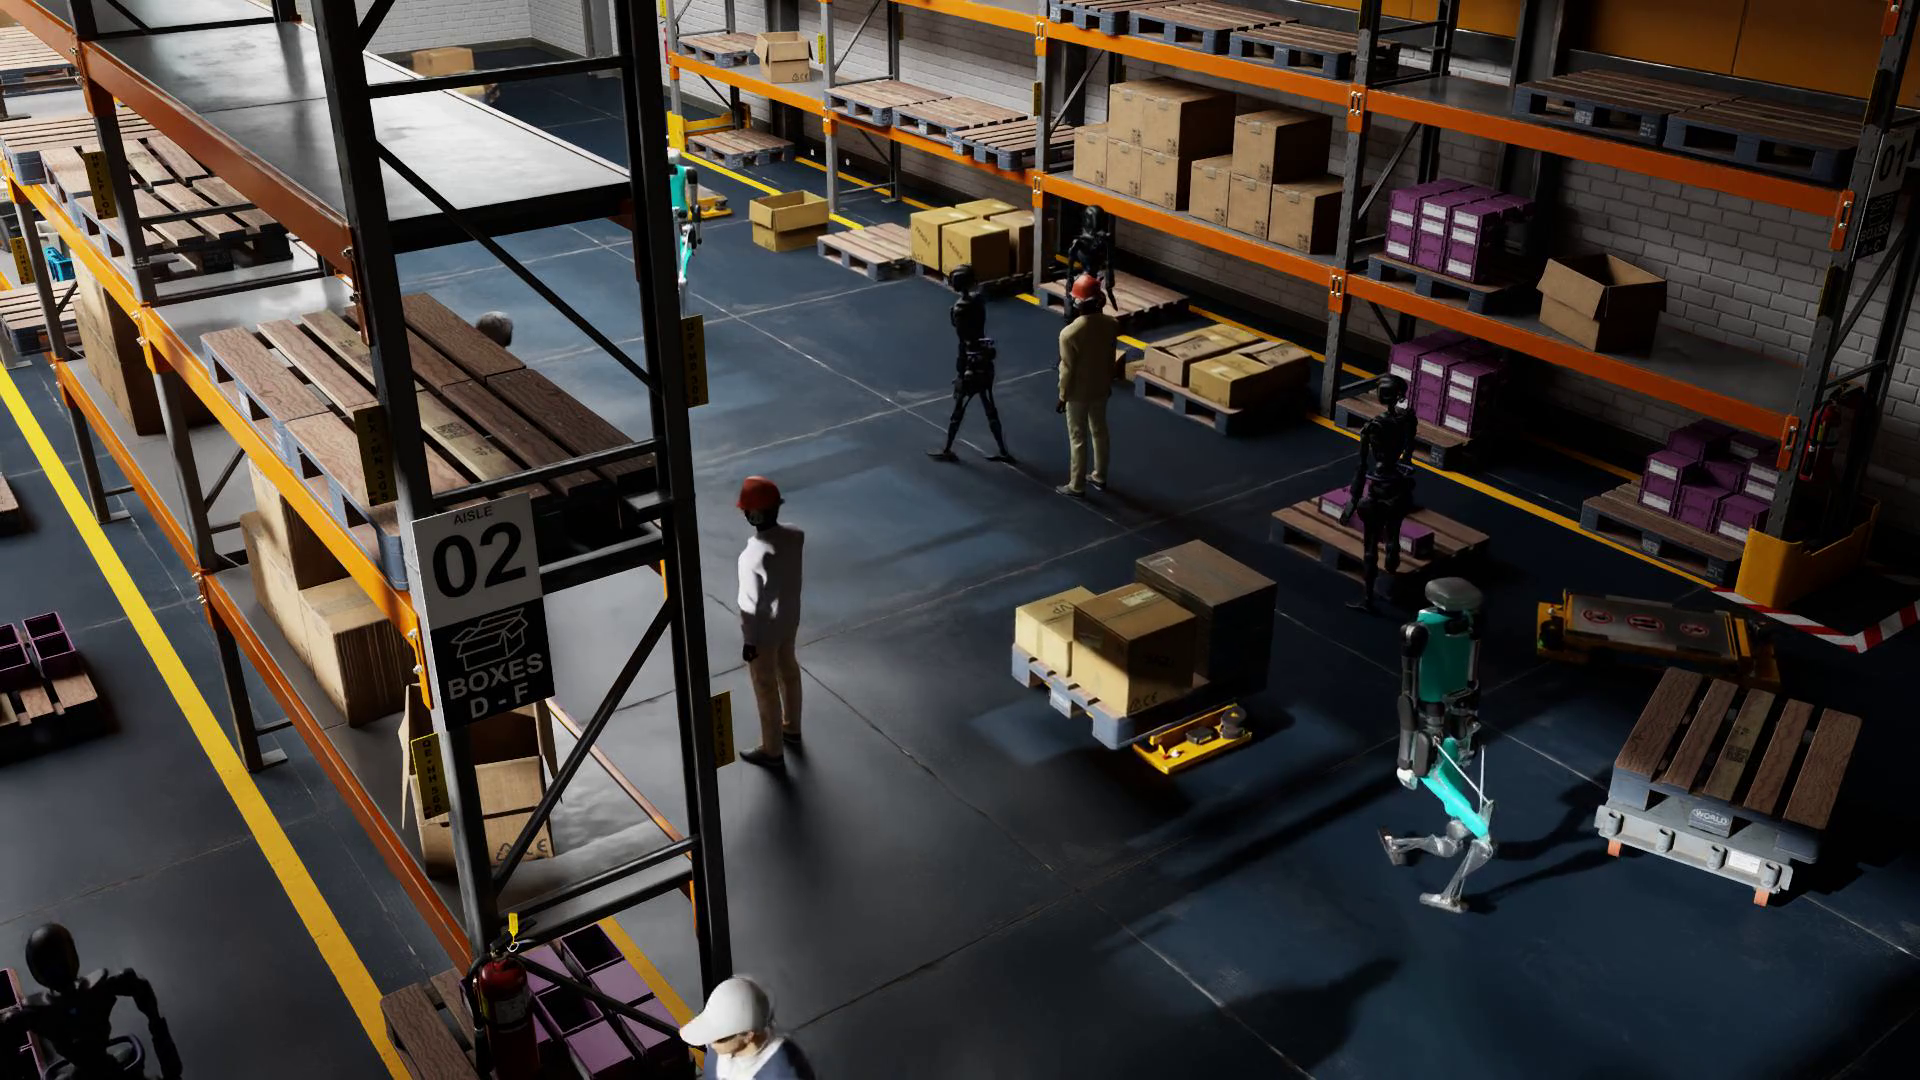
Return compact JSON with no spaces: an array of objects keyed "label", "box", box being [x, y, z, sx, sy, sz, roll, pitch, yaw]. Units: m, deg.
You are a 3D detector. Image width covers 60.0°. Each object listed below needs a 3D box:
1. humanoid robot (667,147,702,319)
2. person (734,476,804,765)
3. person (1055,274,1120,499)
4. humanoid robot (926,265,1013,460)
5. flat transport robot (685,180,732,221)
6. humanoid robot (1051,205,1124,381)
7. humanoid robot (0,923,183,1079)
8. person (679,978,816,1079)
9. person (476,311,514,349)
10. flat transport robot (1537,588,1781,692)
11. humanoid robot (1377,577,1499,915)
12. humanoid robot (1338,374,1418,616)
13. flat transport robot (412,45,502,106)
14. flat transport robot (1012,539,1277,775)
[{"label":"humanoid robot","box":[-2.760,-2.809,15.964,0.531,1.771,0.964,-2,27,-3]},{"label":"person","box":[-1.090,0.447,9.459,0.342,1.743,0.564,12,29,23]},{"label":"person","box":[0.941,-1.163,12.646,0.562,1.751,0.339,-20,33,-34]},{"label":"humanoid robot","box":[0.091,-1.394,13.226,0.732,1.620,0.612,9,28,17]},{"label":"flat transport robot","box":[-3.418,-4.148,20.239,0.659,0.231,1.431,-18,32,-32]},{"label":"humanoid robot","box":[1.157,-2.192,14.826,0.602,1.622,0.777,-19,32,-33]},{"label":"humanoid robot","box":[-3.179,2.113,6.221,0.588,1.649,0.365,-19,32,-32]},{"label":"person","box":[-0.690,2.242,5.886,0.748,1.741,0.465,21,34,36]},{"label":"person","box":[-3.156,-0.715,11.651,0.529,1.845,0.327,13,30,25]},{"label":"flat transport robot","box":[4.479,0.639,10.717,1.431,0.231,0.659,8,28,16]},{"label":"humanoid robot","box":[2.477,1.086,8.187,0.577,1.744,0.963,-16,31,-29]},{"label":"humanoid robot","box":[2.794,-0.309,11.018,0.599,1.657,0.315,-18,32,-32]},{"label":"flat transport robot","box":[-7.525,-6.412,24.741,0.659,0.231,1.431,0,27,0]},{"label":"flat transport robot","box":[1.053,0.932,10.134,0.659,0.231,1.431,-17,31,-30]}]
